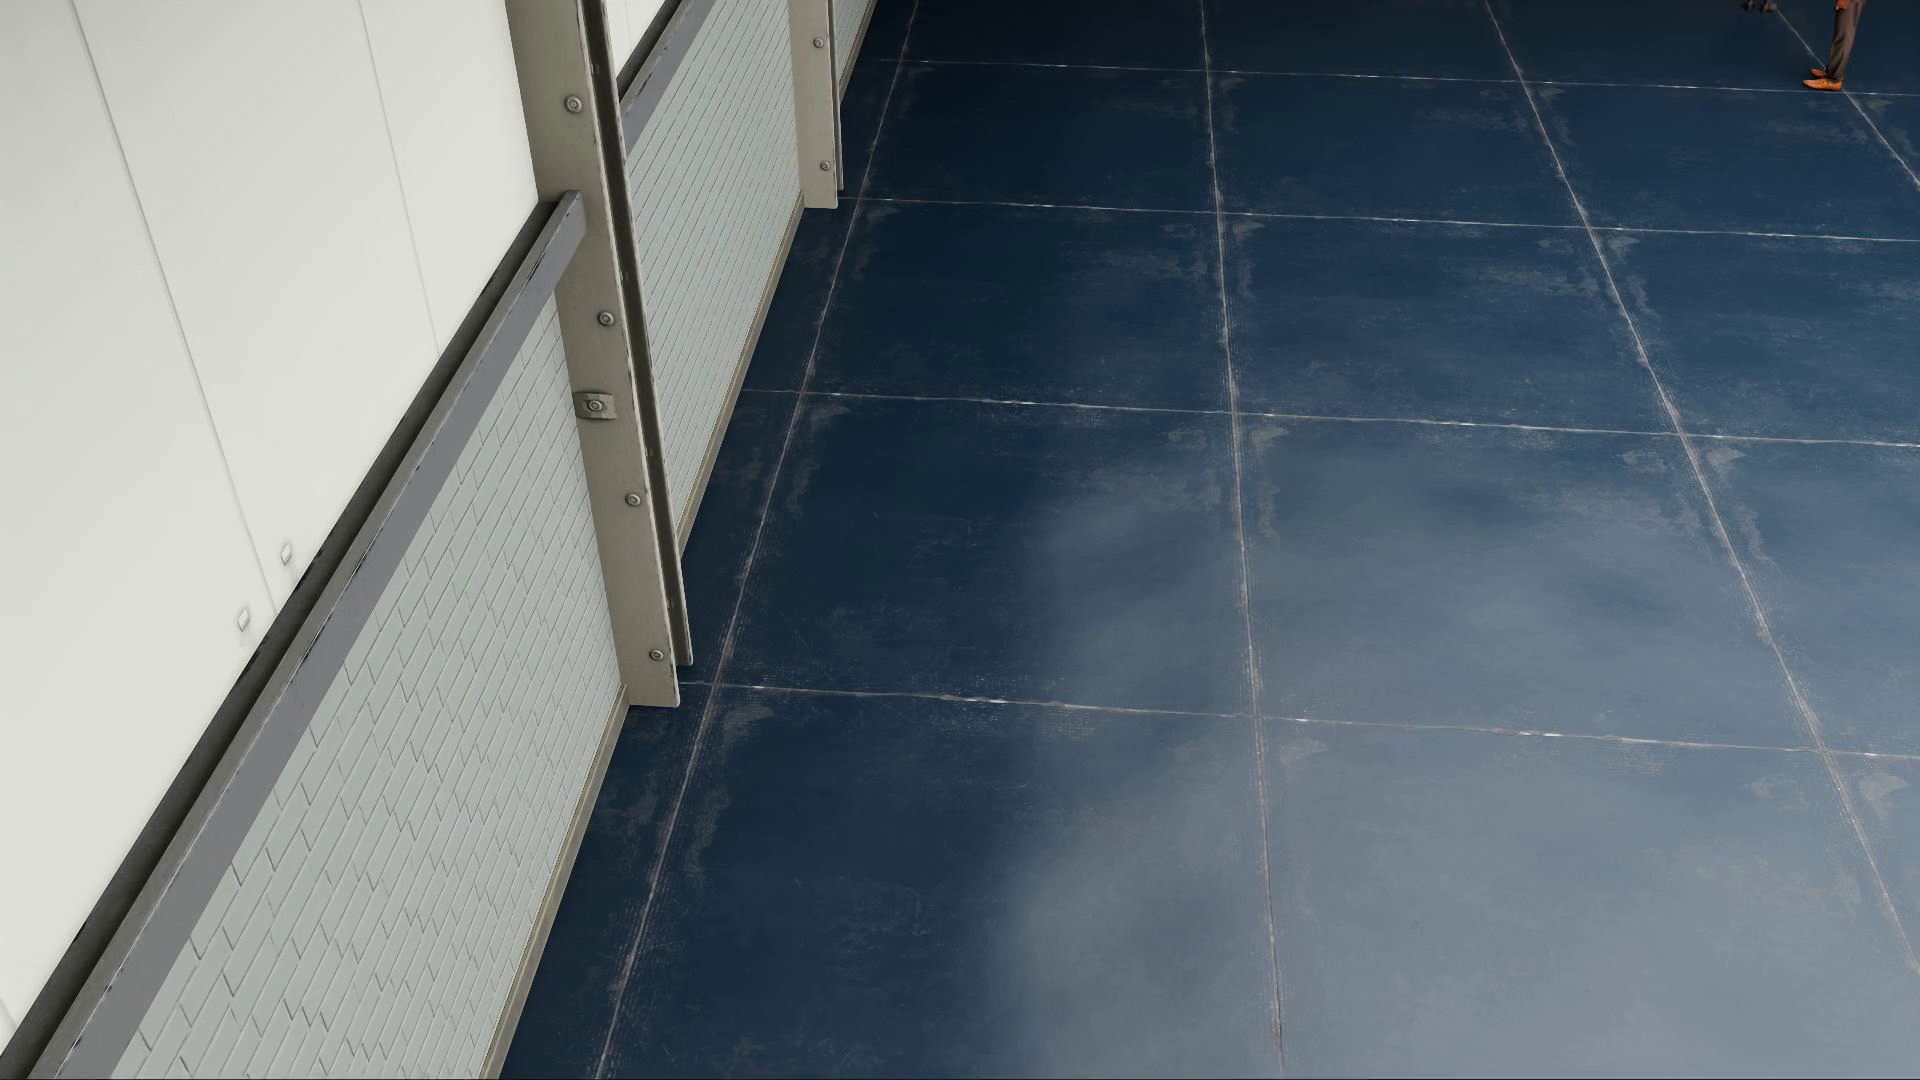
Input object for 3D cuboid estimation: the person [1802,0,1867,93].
[{"bbox_3d":[8.256,-5.097,15.282,0.841,1.908,0.709,22,43,25],"label":"person"}]
